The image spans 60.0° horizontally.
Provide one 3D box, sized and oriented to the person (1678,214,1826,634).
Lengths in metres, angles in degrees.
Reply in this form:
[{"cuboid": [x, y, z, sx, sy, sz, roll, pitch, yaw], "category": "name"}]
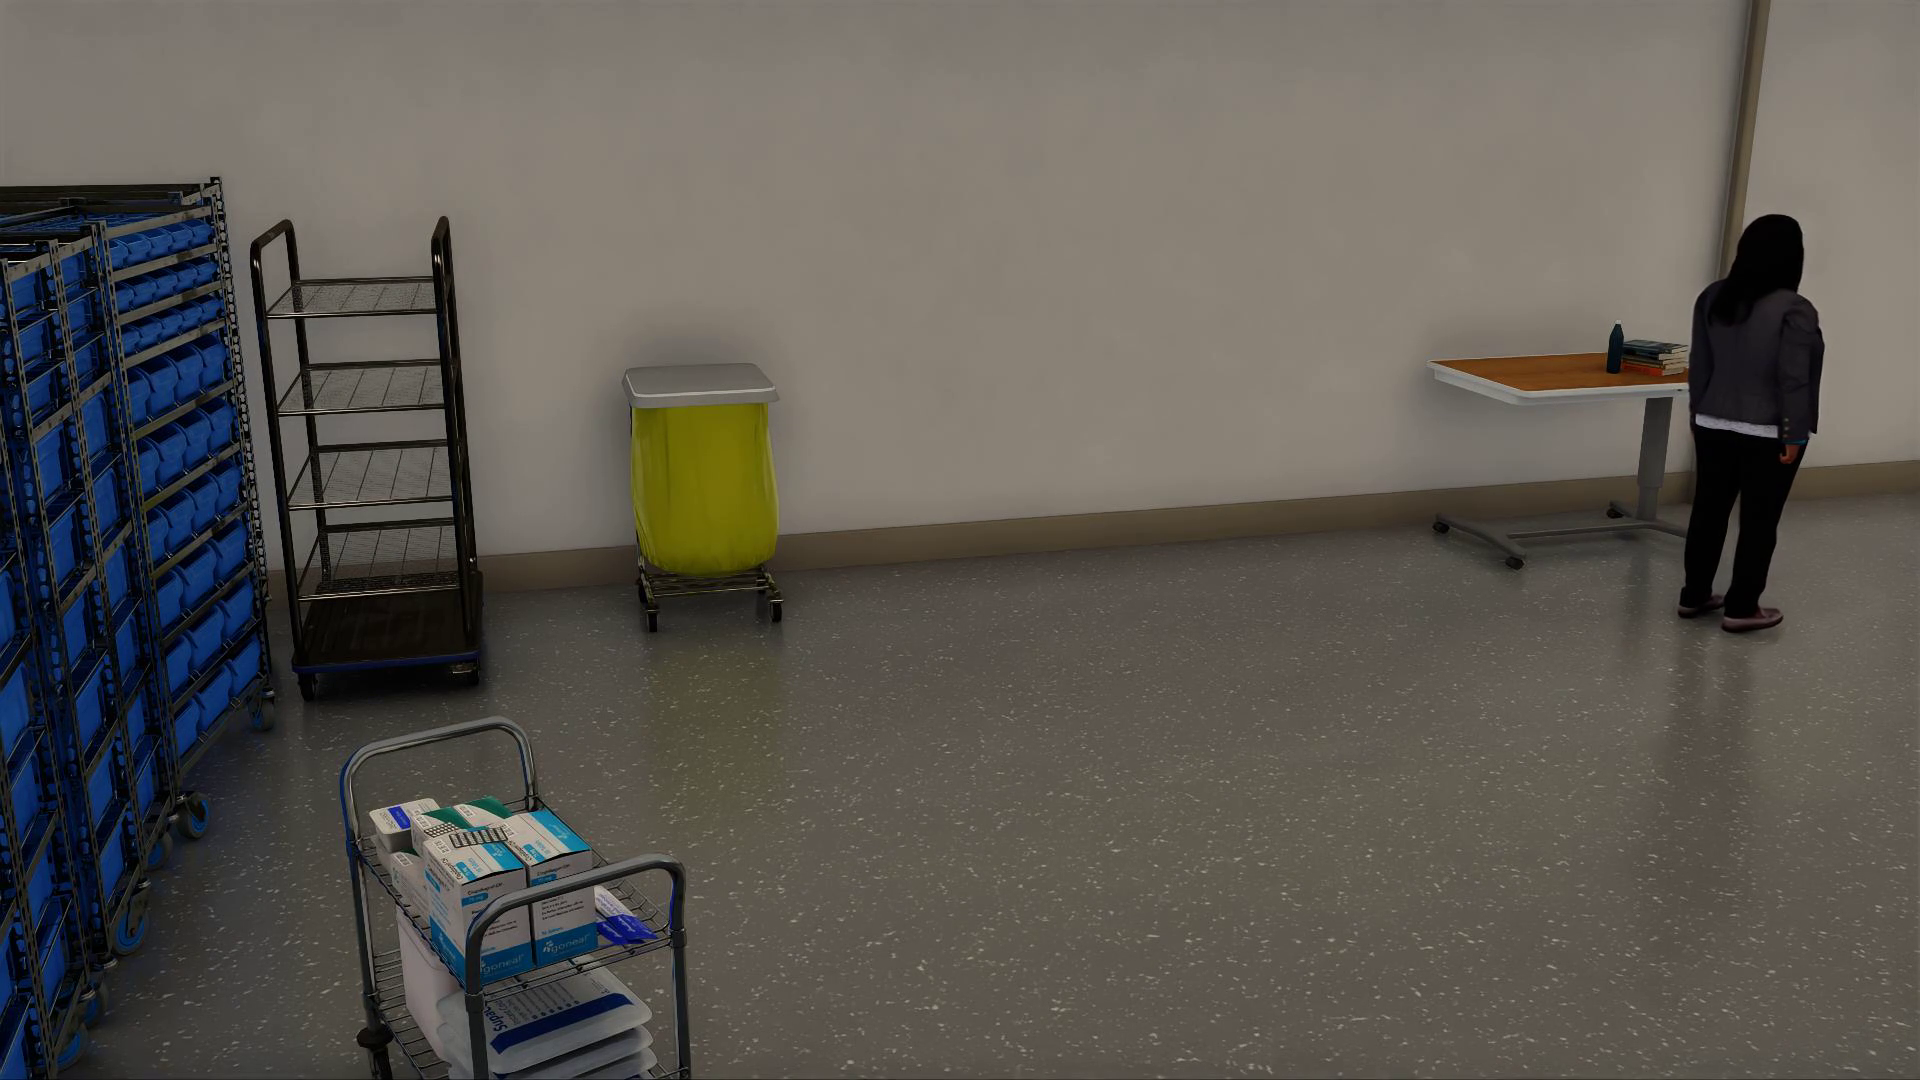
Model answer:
[{"cuboid": [3.030, -0.443, 6.398, 0.728, 1.598, 0.729, -8, 18, -27], "category": "person"}]
